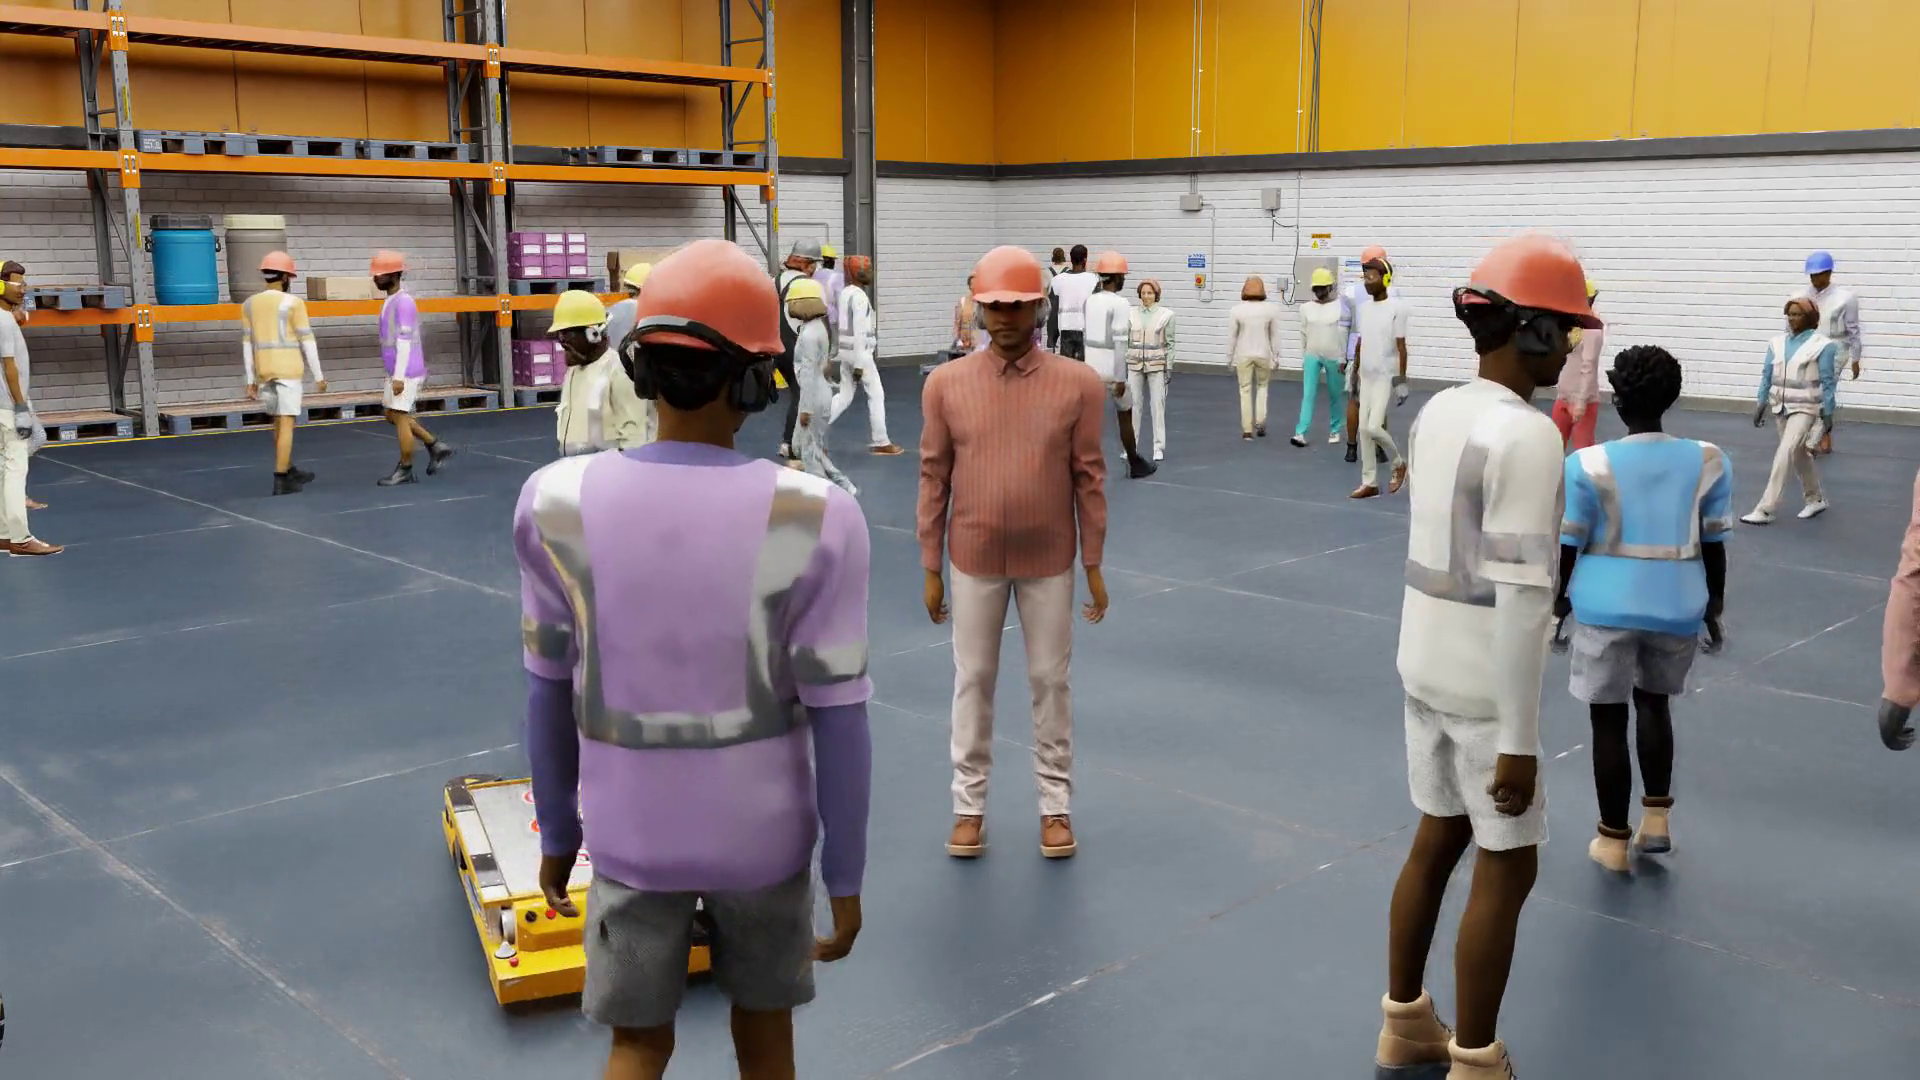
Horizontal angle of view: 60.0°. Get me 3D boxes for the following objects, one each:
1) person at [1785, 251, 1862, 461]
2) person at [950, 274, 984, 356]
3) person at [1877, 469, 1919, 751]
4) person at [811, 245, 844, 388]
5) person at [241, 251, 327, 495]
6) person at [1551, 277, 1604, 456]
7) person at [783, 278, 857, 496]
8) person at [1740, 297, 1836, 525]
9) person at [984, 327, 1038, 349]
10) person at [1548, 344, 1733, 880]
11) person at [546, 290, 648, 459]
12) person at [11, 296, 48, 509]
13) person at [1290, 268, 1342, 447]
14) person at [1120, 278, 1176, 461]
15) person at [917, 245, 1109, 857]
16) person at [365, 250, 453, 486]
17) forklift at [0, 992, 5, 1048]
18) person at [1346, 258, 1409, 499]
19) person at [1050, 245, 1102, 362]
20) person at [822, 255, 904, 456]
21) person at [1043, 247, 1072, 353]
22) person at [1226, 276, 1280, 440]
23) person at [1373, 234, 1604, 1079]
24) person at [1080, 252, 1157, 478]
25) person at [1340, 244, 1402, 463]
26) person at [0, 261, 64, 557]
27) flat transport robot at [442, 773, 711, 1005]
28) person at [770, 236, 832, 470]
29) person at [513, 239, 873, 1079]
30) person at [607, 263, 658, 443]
[{"bbox_3d":[7.844,-1.673,15.084,0.898,1.900,0.638,-8,13,-39],"label":"person"},{"bbox_3d":[0.206,-2.230,18.914,0.513,1.596,0.856,7,13,35],"label":"person"},{"bbox_3d":[2.623,0.364,4.063,0.662,1.851,1.023,9,13,39],"label":"person"},{"bbox_3d":[-1.795,-2.928,21.901,0.599,1.904,0.622,7,12,32],"label":"person"},{"bbox_3d":[-5.349,-1.323,13.165,0.559,1.923,0.612,3,11,18],"label":"person"},{"bbox_3d":[4.386,-0.984,11.693,0.723,1.744,0.524,-1,10,-6],"label":"person"},{"bbox_3d":[-1.015,-0.951,11.585,0.418,1.725,0.492,0,10,-1],"label":"person"},{"bbox_3d":[5.883,-0.909,11.720,0.887,1.592,0.528,-4,11,-21],"label":"person"},{"bbox_3d":[0.325,-0.953,11.081,0.477,1.925,0.629,-4,11,-21],"label":"person"},{"bbox_3d":[2.123,0.228,5.251,0.559,1.681,0.391,0,10,2],"label":"person"},{"bbox_3d":[-1.576,-0.281,7.812,0.913,1.784,0.652,-9,14,-40],"label":"person"},{"bbox_3d":[-6.945,-1.024,12.280,0.349,1.620,0.526,-6,12,-30],"label":"person"},{"bbox_3d":[3.488,-1.744,15.979,0.537,1.703,0.944,6,12,29],"label":"person"},{"bbox_3d":[1.687,-1.536,15.020,0.513,1.639,0.307,4,11,20],"label":"person"},{"bbox_3d":[0.172,0.051,5.402,0.618,1.994,0.385,1,10,3],"label":"person"},{"bbox_3d":[-4.486,-1.389,13.497,0.590,1.916,0.550,-7,12,-33],"label":"person"},{"bbox_3d":[-3.245,0.323,3.363,2.313,2.155,1.214,2,11,13],"label":"forklift"},{"bbox_3d":[3.211,-1.227,12.744,0.449,1.853,0.552,-6,12,-30],"label":"person"},{"bbox_3d":[1.290,-2.302,18.434,0.597,1.916,0.367,4,11,21],"label":"person"},{"bbox_3d":[-1.002,-1.673,15.192,0.910,1.856,0.571,-4,11,-23],"label":"person"},{"bbox_3d":[1.457,-3.402,24.635,0.517,1.842,0.326,1,10,3],"label":"person"},{"bbox_3d":[2.898,-1.805,16.507,0.522,1.617,0.424,1,10,3],"label":"person"},{"bbox_3d":[1.233,0.334,3.817,0.437,2.018,0.705,-1,10,-5],"label":"person"},{"bbox_3d":[1.221,-1.408,13.656,0.980,1.884,0.564,-8,13,-38],"label":"person"},{"bbox_3d":[3.652,-1.650,14.824,0.545,1.939,0.354,4,11,19],"label":"person"},{"bbox_3d":[-6.007,-0.828,10.548,0.332,1.865,0.520,-9,14,-41],"label":"person"},{"bbox_3d":[-1.165,0.976,5.053,0.652,0.197,1.431,-4,11,-22],"label":"flat transport robot"},{"bbox_3d":[-1.356,-1.623,14.392,0.543,2.000,0.700,-9,14,-41],"label":"person"},{"bbox_3d":[-0.457,0.509,2.830,0.625,2.021,0.756,1,10,3],"label":"person"},{"bbox_3d":[-2.531,-1.239,12.919,0.606,1.812,0.639,8,13,37],"label":"person"}]
